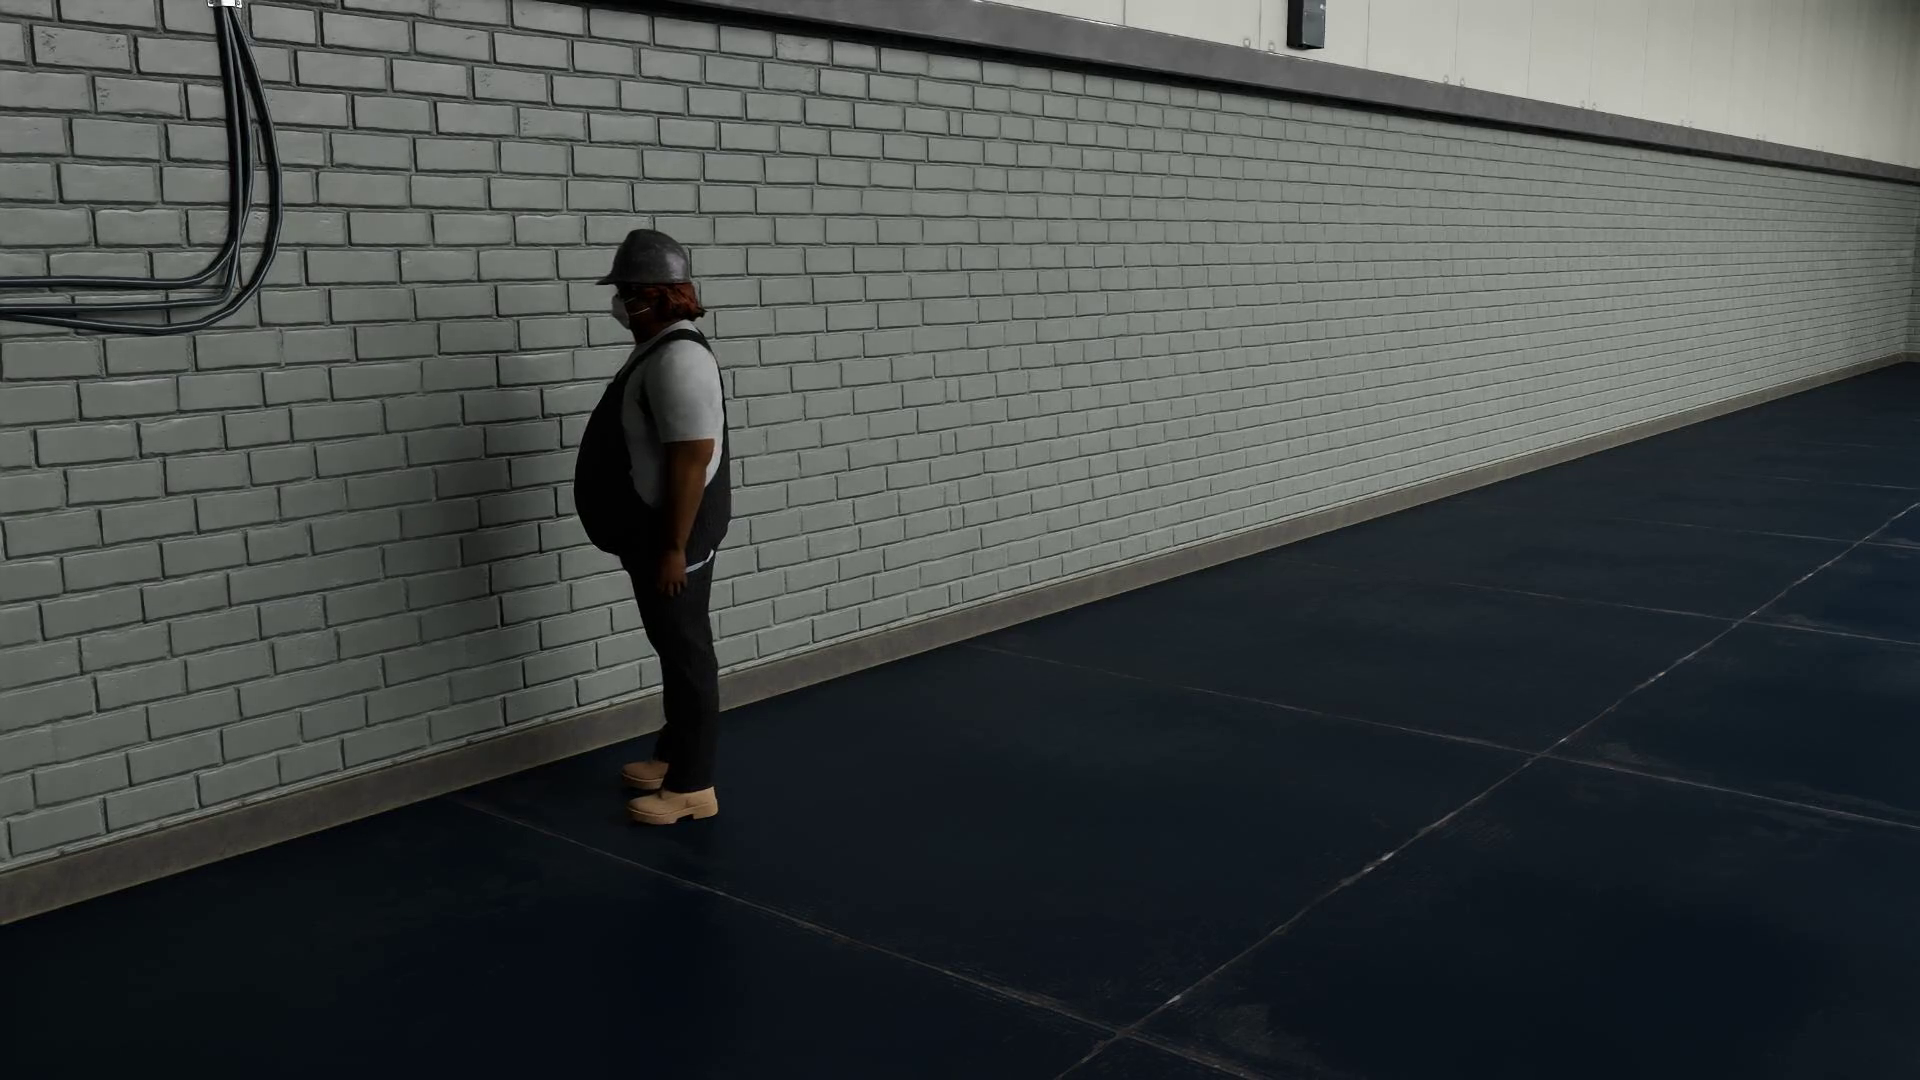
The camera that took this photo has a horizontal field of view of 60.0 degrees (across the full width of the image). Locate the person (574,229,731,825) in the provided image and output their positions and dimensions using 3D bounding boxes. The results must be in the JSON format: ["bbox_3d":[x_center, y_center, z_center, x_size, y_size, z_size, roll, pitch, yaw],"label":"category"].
[{"bbox_3d":[-1.067,-0.031,5.801,0.536,2.000,0.678,-2,10,-11],"label":"person"}]
